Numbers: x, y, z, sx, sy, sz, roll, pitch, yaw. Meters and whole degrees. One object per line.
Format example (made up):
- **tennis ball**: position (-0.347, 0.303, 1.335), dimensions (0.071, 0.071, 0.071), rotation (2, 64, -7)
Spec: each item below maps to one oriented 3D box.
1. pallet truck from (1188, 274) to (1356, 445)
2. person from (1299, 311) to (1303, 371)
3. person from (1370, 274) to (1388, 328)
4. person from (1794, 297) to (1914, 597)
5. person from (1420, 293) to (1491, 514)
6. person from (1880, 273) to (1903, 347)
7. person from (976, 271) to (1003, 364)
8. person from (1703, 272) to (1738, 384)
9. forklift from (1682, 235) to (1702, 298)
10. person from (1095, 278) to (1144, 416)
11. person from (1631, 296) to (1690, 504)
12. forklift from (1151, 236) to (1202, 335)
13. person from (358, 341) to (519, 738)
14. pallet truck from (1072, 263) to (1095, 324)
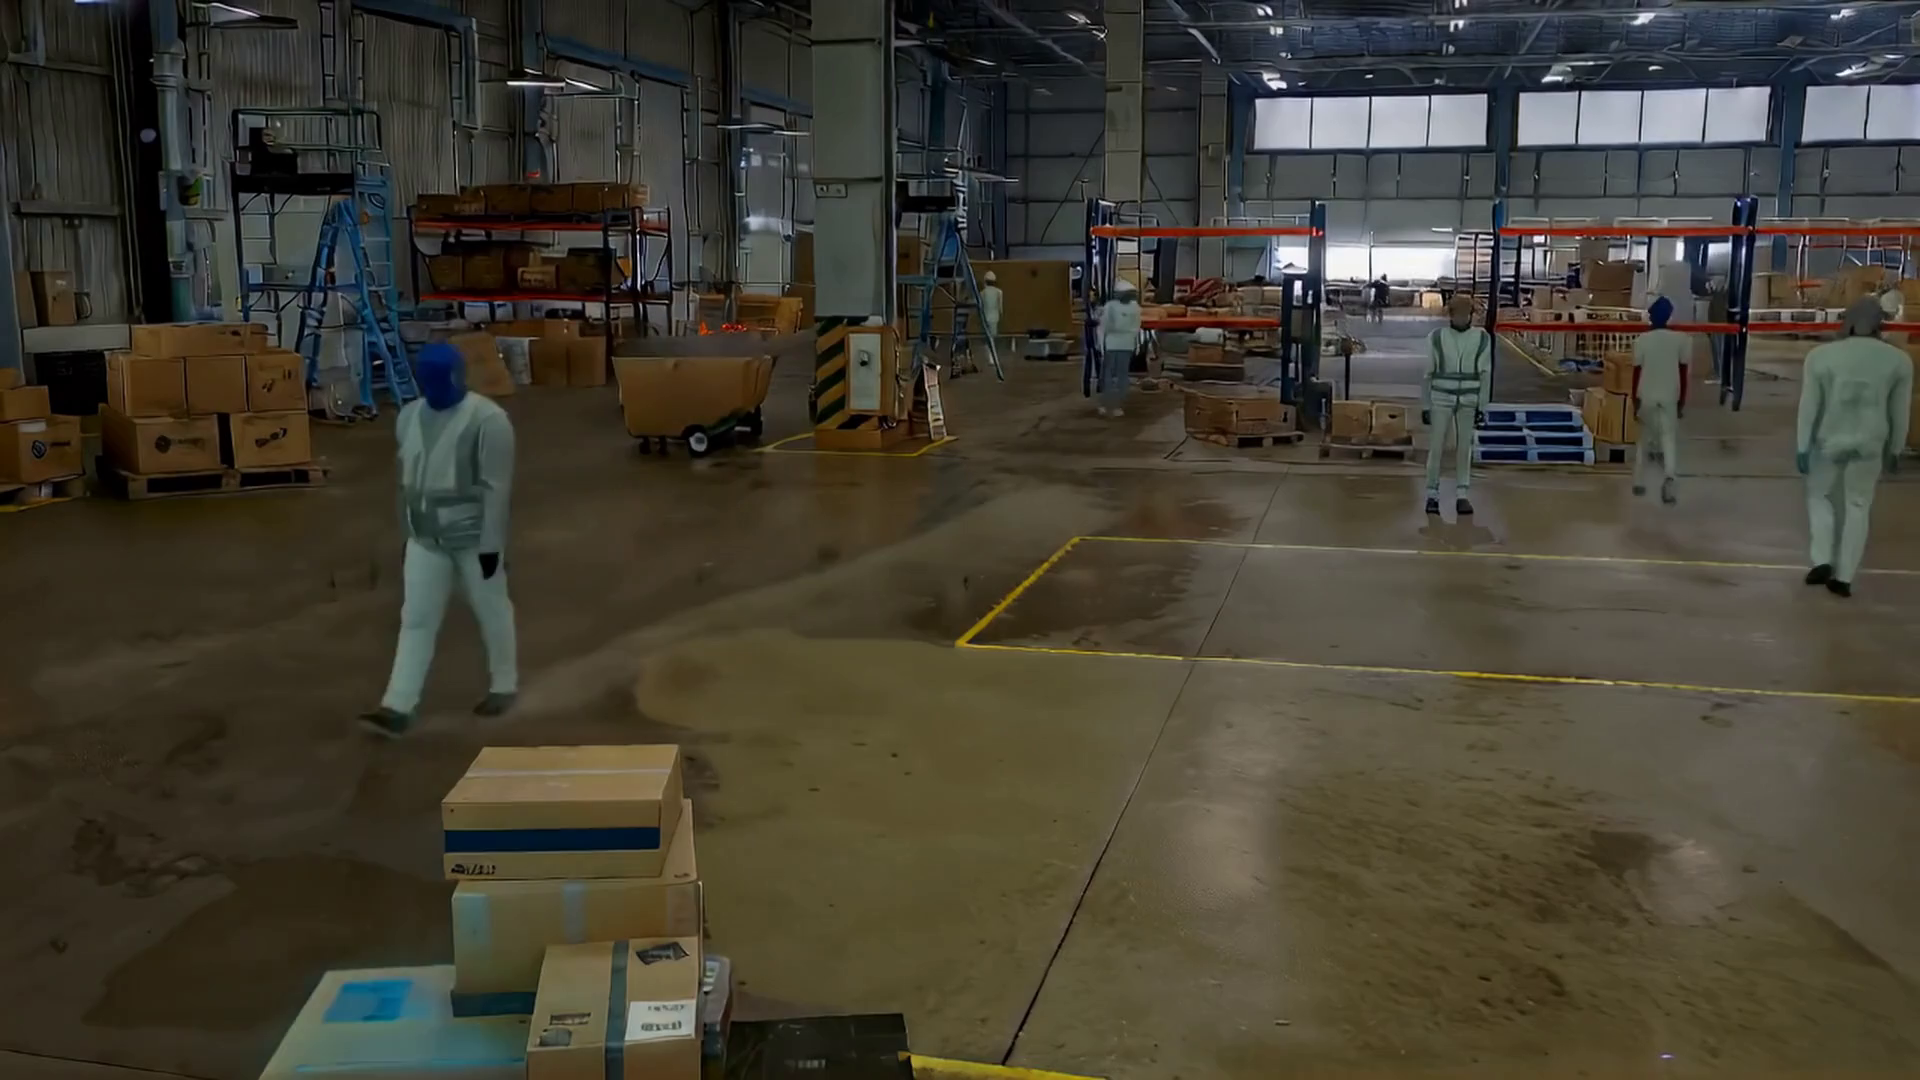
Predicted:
- **pallet truck**: position (3.653, -2.138, 19.590), dimensions (1.885, 1.965, 0.823), rotation (-4, 10, -20)
- **person**: position (6.685, -4.090, 31.860), dimensions (0.322, 1.736, 0.487), rotation (7, 12, 35)
- **person**: position (12.977, -7.404, 51.506), dimensions (0.536, 1.686, 0.524), rotation (8, 12, 38)
- **person**: position (5.766, -0.608, 10.793), dimensions (0.661, 1.919, 0.623), rotation (3, 10, 19)
- **person**: position (4.210, -1.155, 14.161), dimensions (0.588, 1.877, 0.338), rotation (1, 10, 5)
- **person**: position (15.166, -3.384, 27.144), dimensions (0.378, 1.931, 0.625), rotation (6, 11, 32)
- **person**: position (0.624, -4.511, 33.824), dimensions (0.554, 1.911, 0.822), rotation (-3, 10, -16)
- **person**: position (13.115, -3.648, 28.701), dimensions (0.367, 1.931, 0.631), rotation (-3, 10, -15)
- **forklift**: position (21.456, -7.561, 48.920), dimensions (1.873, 2.768, 1.129), rotation (2, 10, 14)
- **person**: position (2.192, -2.630, 22.856), dimensions (0.690, 1.883, 0.436), rotation (-3, 10, -15)
- **person**: position (6.258, -1.253, 14.861), dimensions (0.521, 1.842, 0.835), rotation (2, 10, 12)
- **forklift**: position (5.866, -7.214, 46.878), dimensions (1.873, 2.768, 1.129), rotation (2, 10, 14)
- **person**: position (-2.350, 0.003, 7.569), dimensions (0.657, 1.791, 0.941), rotation (4, 10, 20)
- **pallet truck**: position (4.325, -8.180, 55.162), dimensions (0.823, 1.965, 1.885), rotation (6, 11, 31)
